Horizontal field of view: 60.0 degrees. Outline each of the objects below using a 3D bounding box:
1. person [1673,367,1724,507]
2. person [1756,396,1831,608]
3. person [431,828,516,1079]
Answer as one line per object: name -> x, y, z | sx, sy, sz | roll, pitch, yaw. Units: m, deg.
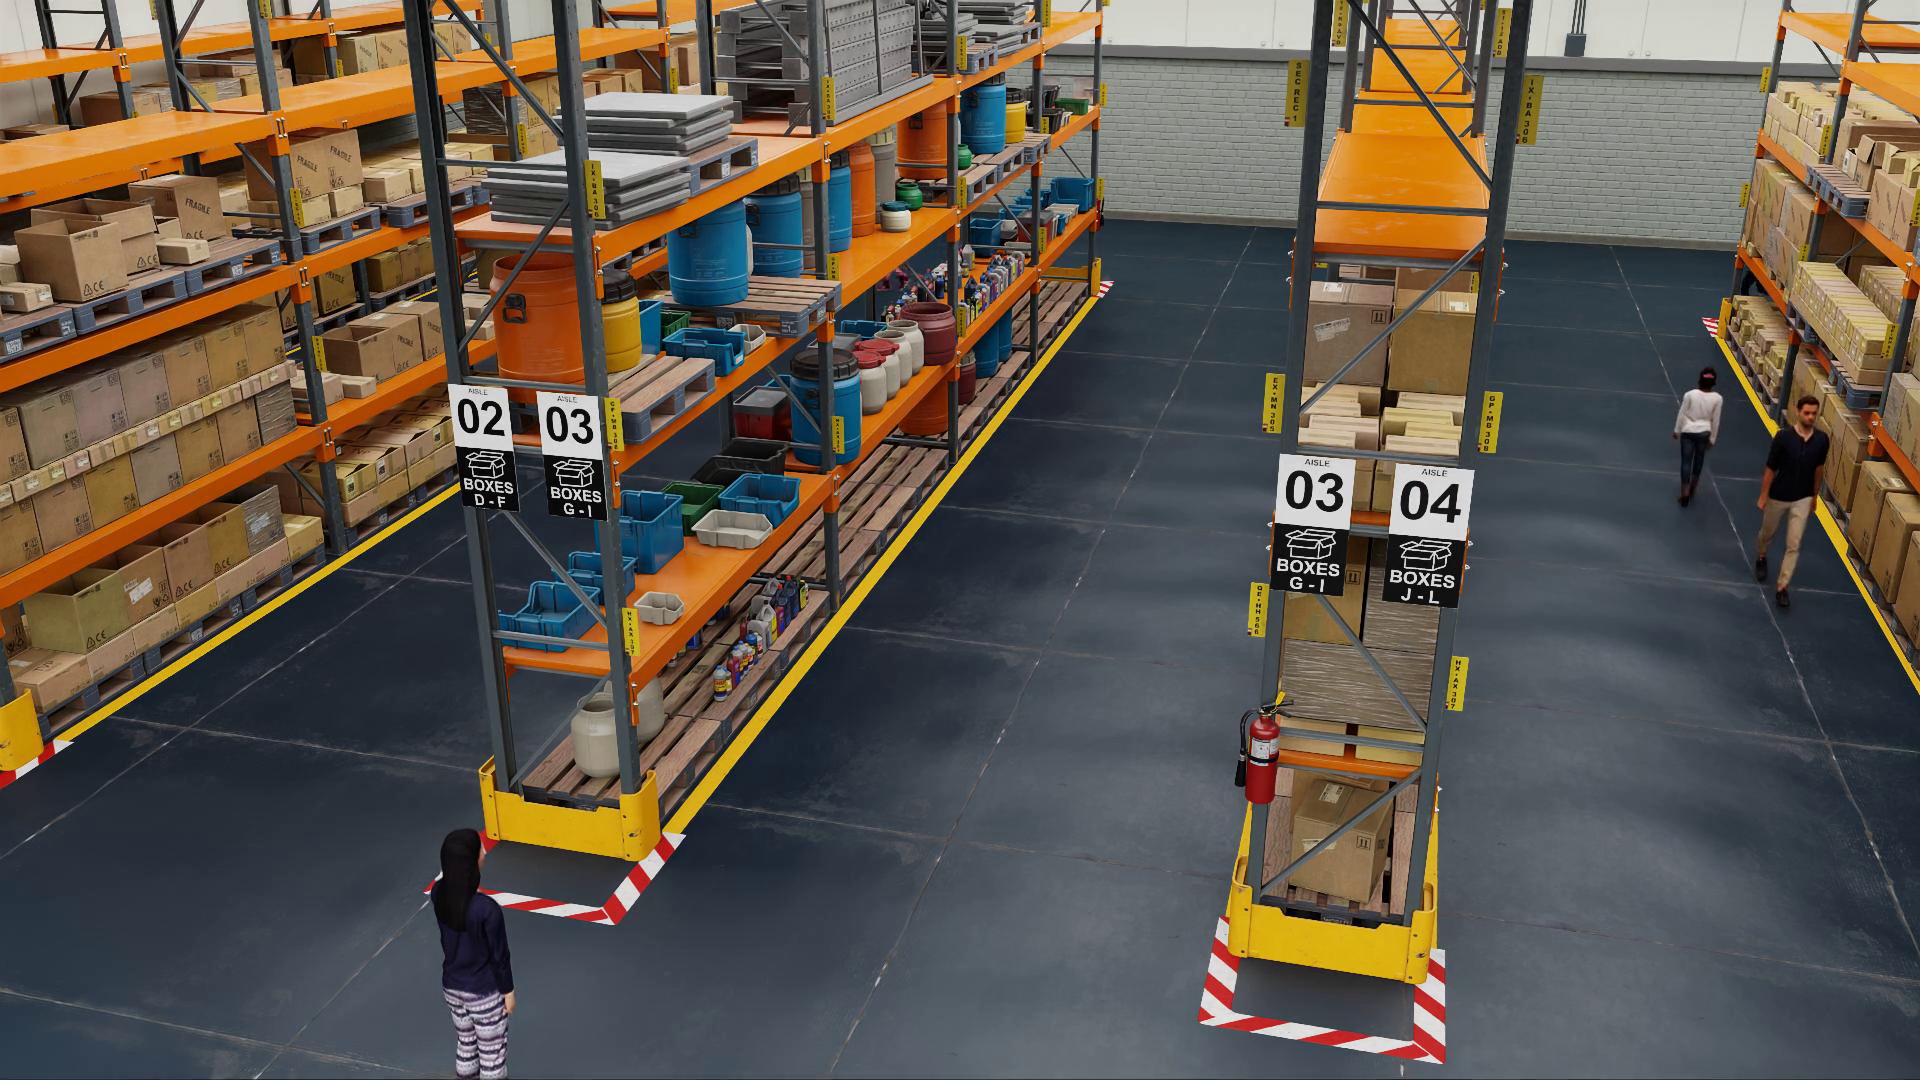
person -> 7.431, -1.043, 16.782 | 0.547, 1.439, 0.789 | 5, 23, 11
person -> 7.302, -0.395, 14.694 | 0.664, 1.821, 1.173 | 6, 23, 15
person -> -2.460, 2.223, 8.409 | 0.638, 1.732, 0.590 | 12, 25, 27
